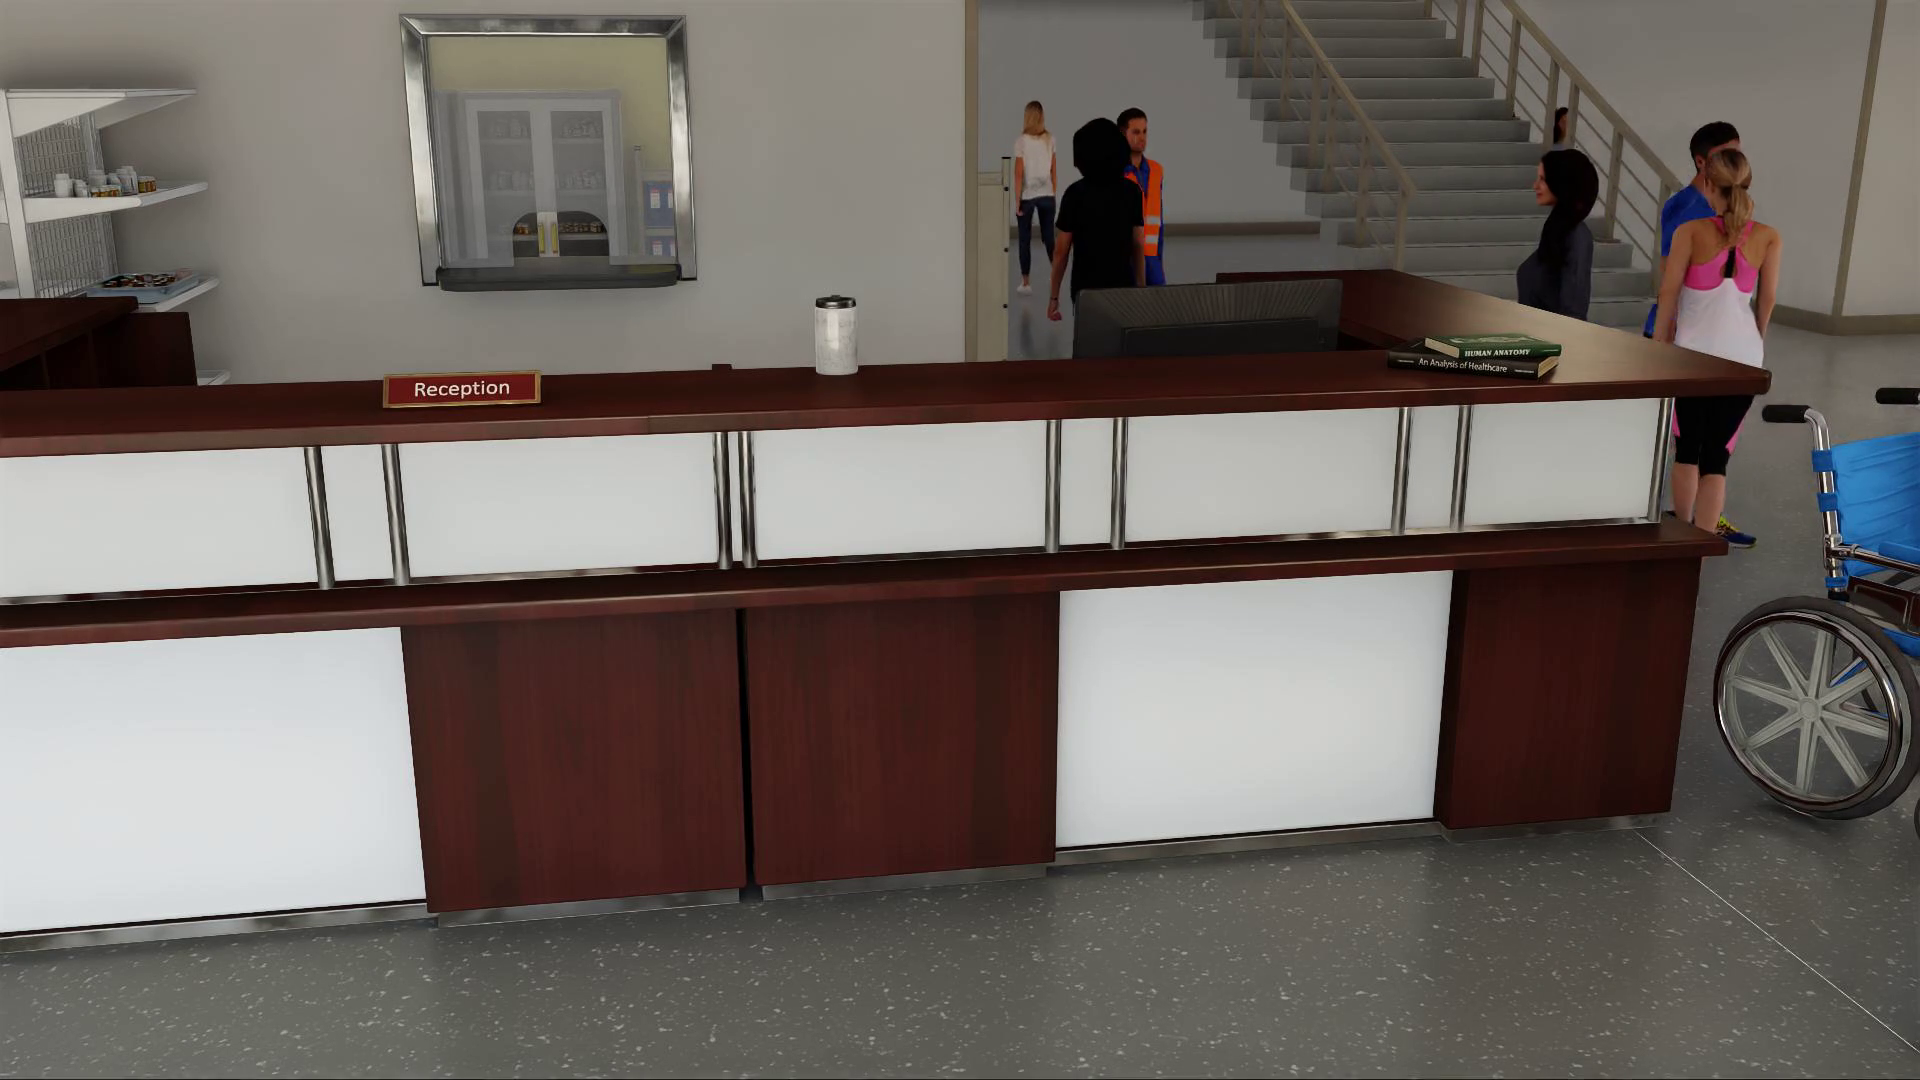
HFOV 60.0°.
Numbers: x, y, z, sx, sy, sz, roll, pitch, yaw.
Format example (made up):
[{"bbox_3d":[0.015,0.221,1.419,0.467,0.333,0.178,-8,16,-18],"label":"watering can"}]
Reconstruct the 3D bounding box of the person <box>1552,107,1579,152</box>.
[{"bbox_3d":[5.740,-3.331,16.297,0.946,1.699,1.247,-10,19,-33],"label":"person"}]

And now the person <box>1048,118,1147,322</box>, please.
[{"bbox_3d":[0.797,-1.326,8.964,0.775,1.806,1.105,-5,17,-19],"label":"person"}]

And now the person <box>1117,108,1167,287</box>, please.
[{"bbox_3d":[0.988,-1.694,10.215,0.839,1.848,0.875,-10,18,-31],"label":"person"}]

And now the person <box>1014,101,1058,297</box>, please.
[{"bbox_3d":[0.746,-3.118,15.377,0.641,1.787,1.044,-4,16,-15],"label":"person"}]

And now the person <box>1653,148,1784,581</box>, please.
[{"bbox_3d":[3.044,-0.634,6.677,0.949,1.728,1.212,4,16,13],"label":"person"}]

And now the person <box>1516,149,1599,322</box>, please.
[{"bbox_3d":[2.488,-0.744,6.987,0.719,1.770,0.538,1,16,4],"label":"person"}]
